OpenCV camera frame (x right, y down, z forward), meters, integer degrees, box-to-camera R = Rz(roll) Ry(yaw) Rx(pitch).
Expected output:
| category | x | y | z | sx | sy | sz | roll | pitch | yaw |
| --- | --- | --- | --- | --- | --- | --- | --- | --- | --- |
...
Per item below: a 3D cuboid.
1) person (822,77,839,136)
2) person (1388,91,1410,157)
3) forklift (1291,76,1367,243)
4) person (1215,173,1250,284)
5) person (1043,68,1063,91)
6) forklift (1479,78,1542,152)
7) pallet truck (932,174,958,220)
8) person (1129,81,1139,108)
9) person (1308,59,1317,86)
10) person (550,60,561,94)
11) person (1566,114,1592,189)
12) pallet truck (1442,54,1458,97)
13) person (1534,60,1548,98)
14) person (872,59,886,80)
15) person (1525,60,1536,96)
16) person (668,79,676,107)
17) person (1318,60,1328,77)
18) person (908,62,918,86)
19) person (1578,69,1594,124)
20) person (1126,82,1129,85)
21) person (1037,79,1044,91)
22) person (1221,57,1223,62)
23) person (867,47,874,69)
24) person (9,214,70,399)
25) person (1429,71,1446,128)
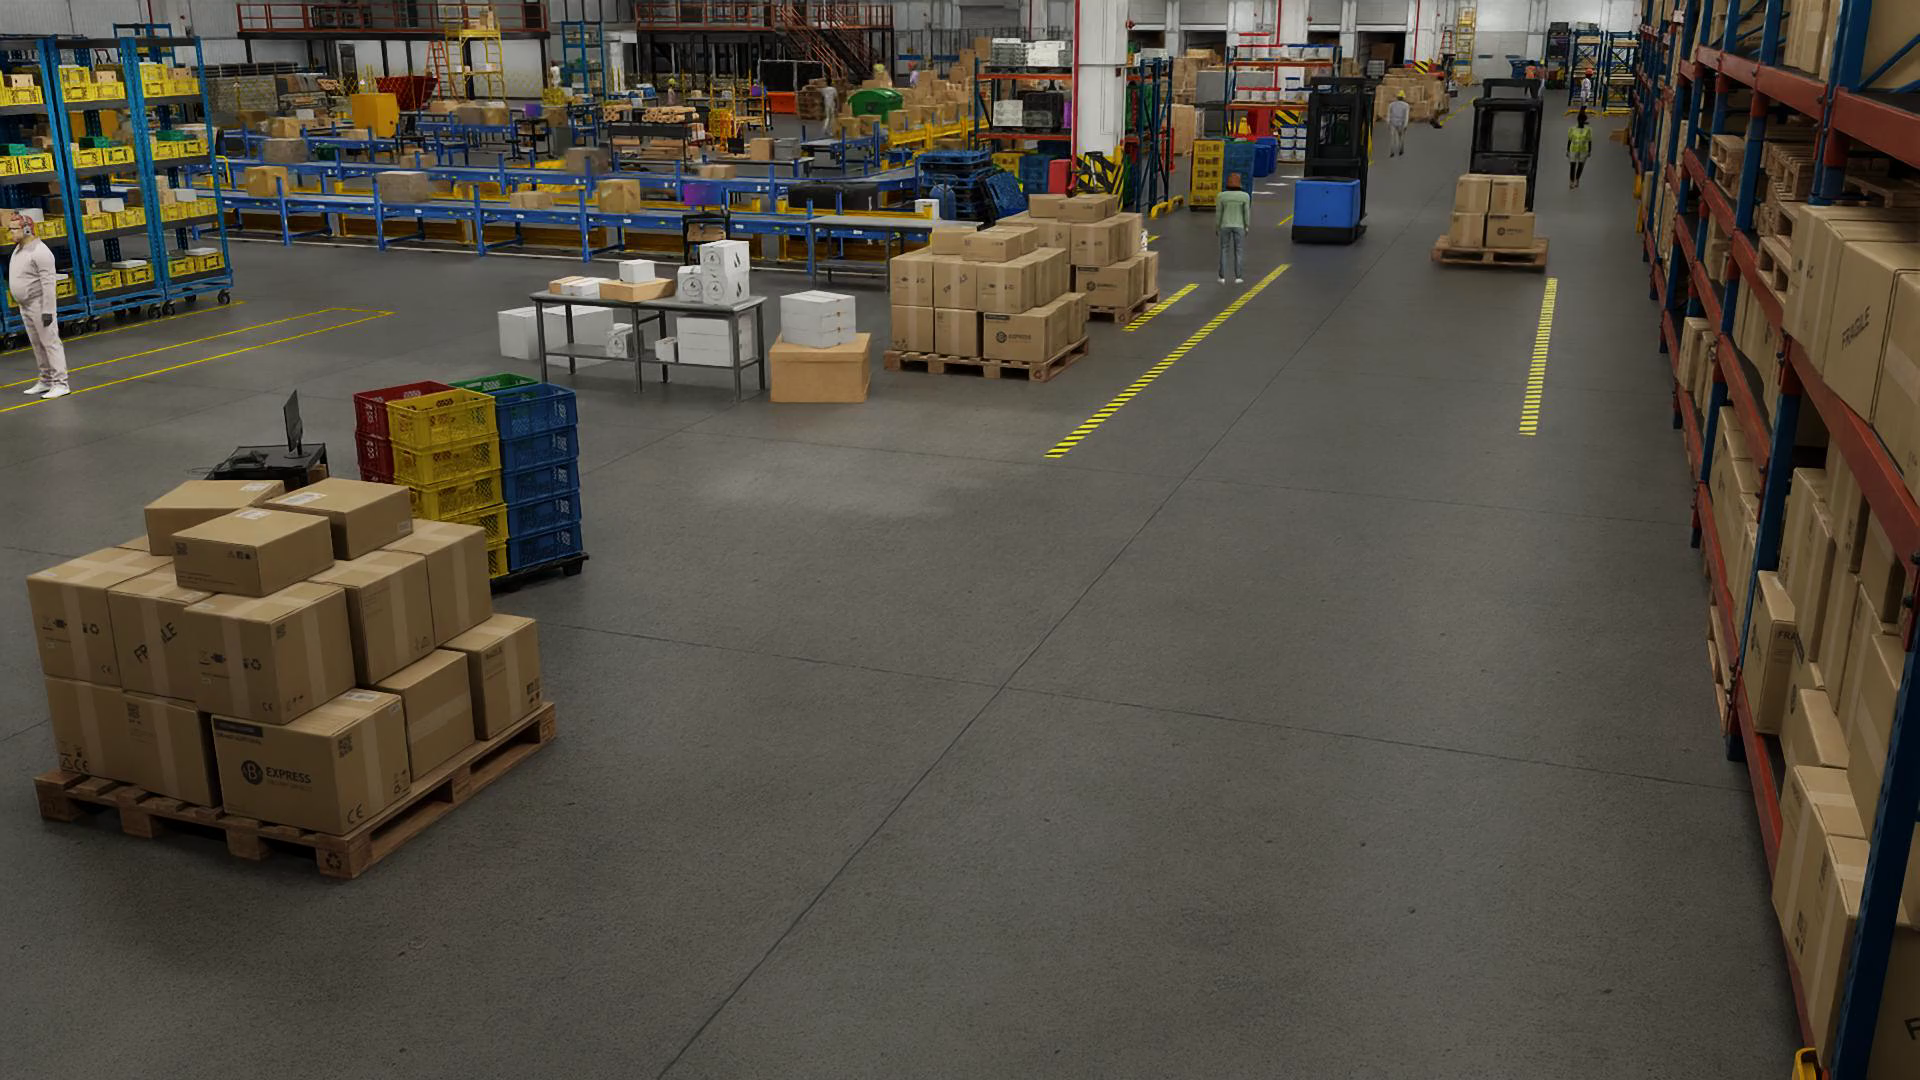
| category | x | y | z | sx | sy | sz | roll | pitch | yaw |
| --- | --- | --- | --- | --- | --- | --- | --- | --- | --- |
| person | -4.205 | -14.116 | 54.175 | 0.514 | 1.856 | 0.390 | 4 | 18 | 13 |
| person | 12.236 | -11.611 | 46.434 | 0.589 | 1.769 | 0.963 | 7 | 19 | 21 |
| forklift | 6.598 | -6.755 | 29.381 | 1.129 | 2.768 | 1.873 | 6 | 19 | 19 |
| person | 4.044 | -4.624 | 24.709 | 0.507 | 1.632 | 0.274 | 3 | 18 | 9 |
| person | 3.345 | -15.859 | 59.350 | 0.688 | 2.000 | 0.536 | 6 | 18 | 17 |
| forklift | 9.320 | -6.463 | 28.462 | 1.129 | 2.768 | 1.873 | 6 | 19 | 19 |
| pallet truck | -0.507 | -5.292 | 27.348 | 0.653 | 1.274 | 1.630 | 6 | 19 | 19 |
| person | 5.740 | -14.491 | 55.646 | 0.551 | 1.676 | 0.611 | 7 | 19 | 20 |
| person | 17.211 | -22.695 | 81.032 | 0.456 | 1.907 | 0.611 | 4 | 18 | 12 |
| person | -17.721 | -20.087 | 72.924 | 0.579 | 1.869 | 0.577 | 11 | 21 | 31 |
| person | 14.189 | -8.931 | 38.167 | 0.542 | 1.677 | 0.672 | 4 | 18 | 12 |
| pallet truck | 22.765 | -21.886 | 78.355 | 0.823 | 1.965 | 1.885 | -4 | 18 | -14 |
| person | 26.775 | -21.226 | 76.716 | 0.539 | 1.734 | 0.838 | 8 | 19 | 23 |
| person | -3.727 | -21.335 | 76.956 | 0.639 | 1.807 | 0.810 | -5 | 18 | -17 |
| person | 27.117 | -21.969 | 79.102 | 0.540 | 1.696 | 0.317 | 12 | 21 | 33 |
| person | -9.562 | -14.435 | 55.322 | 0.327 | 1.767 | 0.533 | -2 | 18 | -6 |
| person | 16.068 | -20.469 | 74.188 | 0.638 | 1.819 | 0.650 | 0 | 18 | 1 |
| person | -1.877 | -17.561 | 64.733 | 0.545 | 2.022 | 0.620 | -4 | 18 | -11 |
| person | 22.493 | -15.932 | 59.744 | 0.361 | 1.938 | 0.546 | 2 | 18 | 7 |
| person | 8.168 | -22.907 | 81.694 | 0.690 | 1.921 | 0.633 | 9 | 20 | 26 |
| person | 3.457 | -19.154 | 70.009 | 0.431 | 1.851 | 0.550 | -12 | 22 | -34 |
| person | 11.987 | -21.578 | 77.598 | 1.013 | 1.874 | 0.575 | 14 | 22 | 38 |
| person | -5.134 | -26.890 | 94.128 | 0.674 | 1.973 | 0.617 | -4 | 18 | -13 |
| person | -9.682 | -2.441 | 17.407 | 0.643 | 1.909 | 0.410 | 13 | 22 | 35 |
| person | 16.556 | -15.206 | 57.483 | 0.412 | 1.923 | 0.569 | 0 | 18 | 0 |
